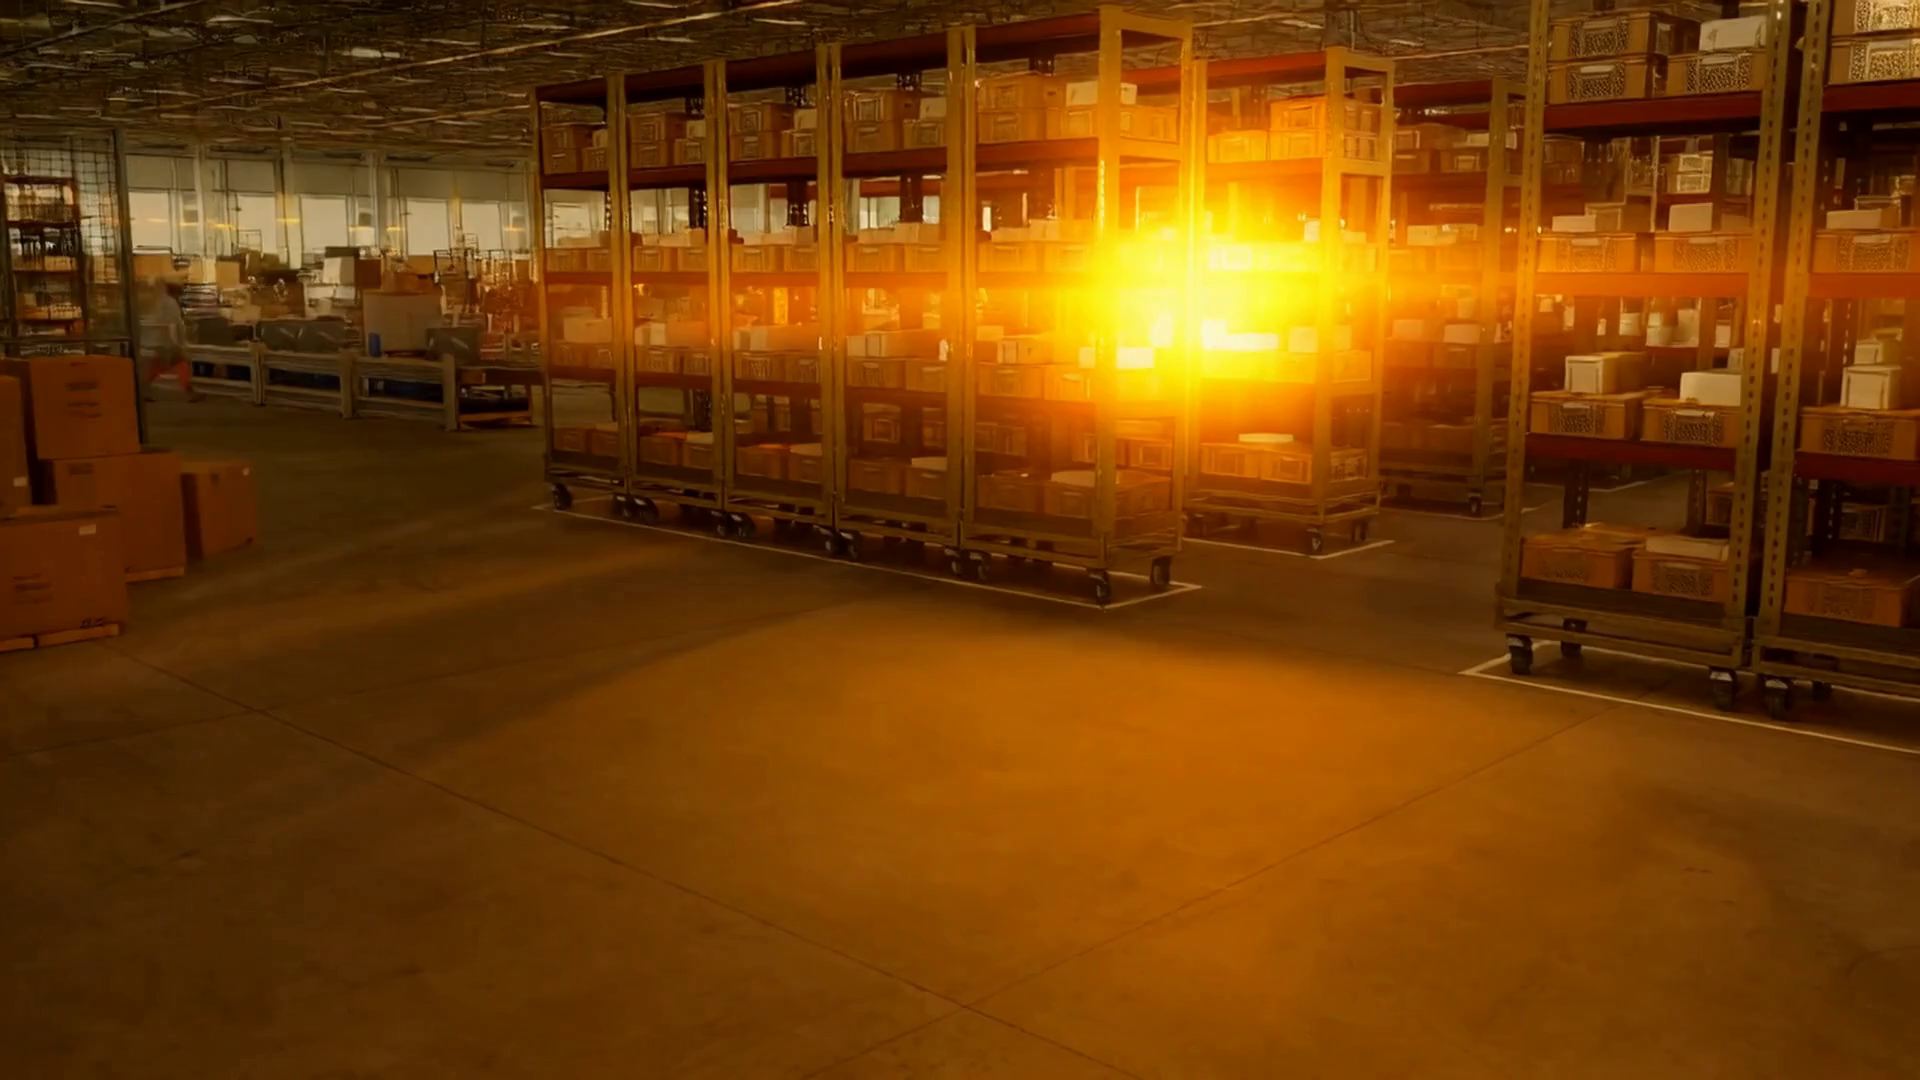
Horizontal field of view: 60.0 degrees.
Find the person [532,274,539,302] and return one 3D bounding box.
[{"bbox_3d":[-15.824,-8.982,62.101,0.518,1.874,0.330,8,12,39],"label":"person"}]

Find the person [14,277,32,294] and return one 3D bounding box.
[{"bbox_3d":[-29.892,-7.543,53.134,0.416,1.928,0.550,9,13,43],"label":"person"}]

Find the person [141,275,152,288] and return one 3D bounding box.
[{"bbox_3d":[-36.040,-10.832,73.621,0.804,1.819,0.631,0,9,1],"label":"person"}]

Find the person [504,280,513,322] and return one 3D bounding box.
[{"bbox_3d":[-15.815,-8.261,58.243,0.536,1.691,0.320,6,11,34],"label":"person"}]

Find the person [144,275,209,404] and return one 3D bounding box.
[{"bbox_3d":[-12.142,-3.058,25.456,1.016,1.982,0.650,-2,9,-11],"label":"person"}]

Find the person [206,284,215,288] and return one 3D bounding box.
[{"bbox_3d":[-31.389,-10.185,69.619,0.535,1.820,0.617,3,10,19],"label":"person"}]

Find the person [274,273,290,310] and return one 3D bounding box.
[{"bbox_3d":[-25.122,-8.898,61.497,0.805,1.916,0.550,6,11,31],"label":"person"}]

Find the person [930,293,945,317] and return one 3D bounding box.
[{"bbox_3d":[-0.172,-2.094,20.049,0.656,1.806,0.613,-7,12,-37],"label":"person"}]

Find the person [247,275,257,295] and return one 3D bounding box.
[{"bbox_3d":[-25.627,-8.697,60.415,0.522,1.857,0.658,7,11,36],"label":"person"}]

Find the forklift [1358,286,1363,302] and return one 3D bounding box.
[{"bbox_3d":[11.100,-7.017,46.970,1.873,2.768,1.129,9,13,43],"label":"forklift"}]

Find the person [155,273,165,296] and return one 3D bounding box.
[{"bbox_3d":[-32.960,-10.109,68.903,0.644,1.905,0.891,8,12,40],"label":"person"}]

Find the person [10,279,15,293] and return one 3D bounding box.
[{"bbox_3d":[-41.356,-10.715,72.493,0.384,1.949,0.605,-7,12,-37],"label":"person"}]

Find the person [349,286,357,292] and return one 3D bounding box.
[{"bbox_3d":[-24.836,-9.984,68.101,0.592,1.920,0.392,8,12,40],"label":"person"}]

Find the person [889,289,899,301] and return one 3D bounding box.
[{"bbox_3d":[-2.361,-8.650,59.702,0.392,1.991,0.613,4,10,24],"label":"person"}]

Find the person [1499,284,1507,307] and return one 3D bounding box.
[{"bbox_3d":[14.819,-6.200,45.330,0.583,1.786,0.913,-8,12,-40],"label":"person"}]

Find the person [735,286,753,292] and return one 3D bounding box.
[{"bbox_3d":[-8.541,-9.639,65.610,0.708,2.000,0.969,0,9,-2],"label":"person"}]
